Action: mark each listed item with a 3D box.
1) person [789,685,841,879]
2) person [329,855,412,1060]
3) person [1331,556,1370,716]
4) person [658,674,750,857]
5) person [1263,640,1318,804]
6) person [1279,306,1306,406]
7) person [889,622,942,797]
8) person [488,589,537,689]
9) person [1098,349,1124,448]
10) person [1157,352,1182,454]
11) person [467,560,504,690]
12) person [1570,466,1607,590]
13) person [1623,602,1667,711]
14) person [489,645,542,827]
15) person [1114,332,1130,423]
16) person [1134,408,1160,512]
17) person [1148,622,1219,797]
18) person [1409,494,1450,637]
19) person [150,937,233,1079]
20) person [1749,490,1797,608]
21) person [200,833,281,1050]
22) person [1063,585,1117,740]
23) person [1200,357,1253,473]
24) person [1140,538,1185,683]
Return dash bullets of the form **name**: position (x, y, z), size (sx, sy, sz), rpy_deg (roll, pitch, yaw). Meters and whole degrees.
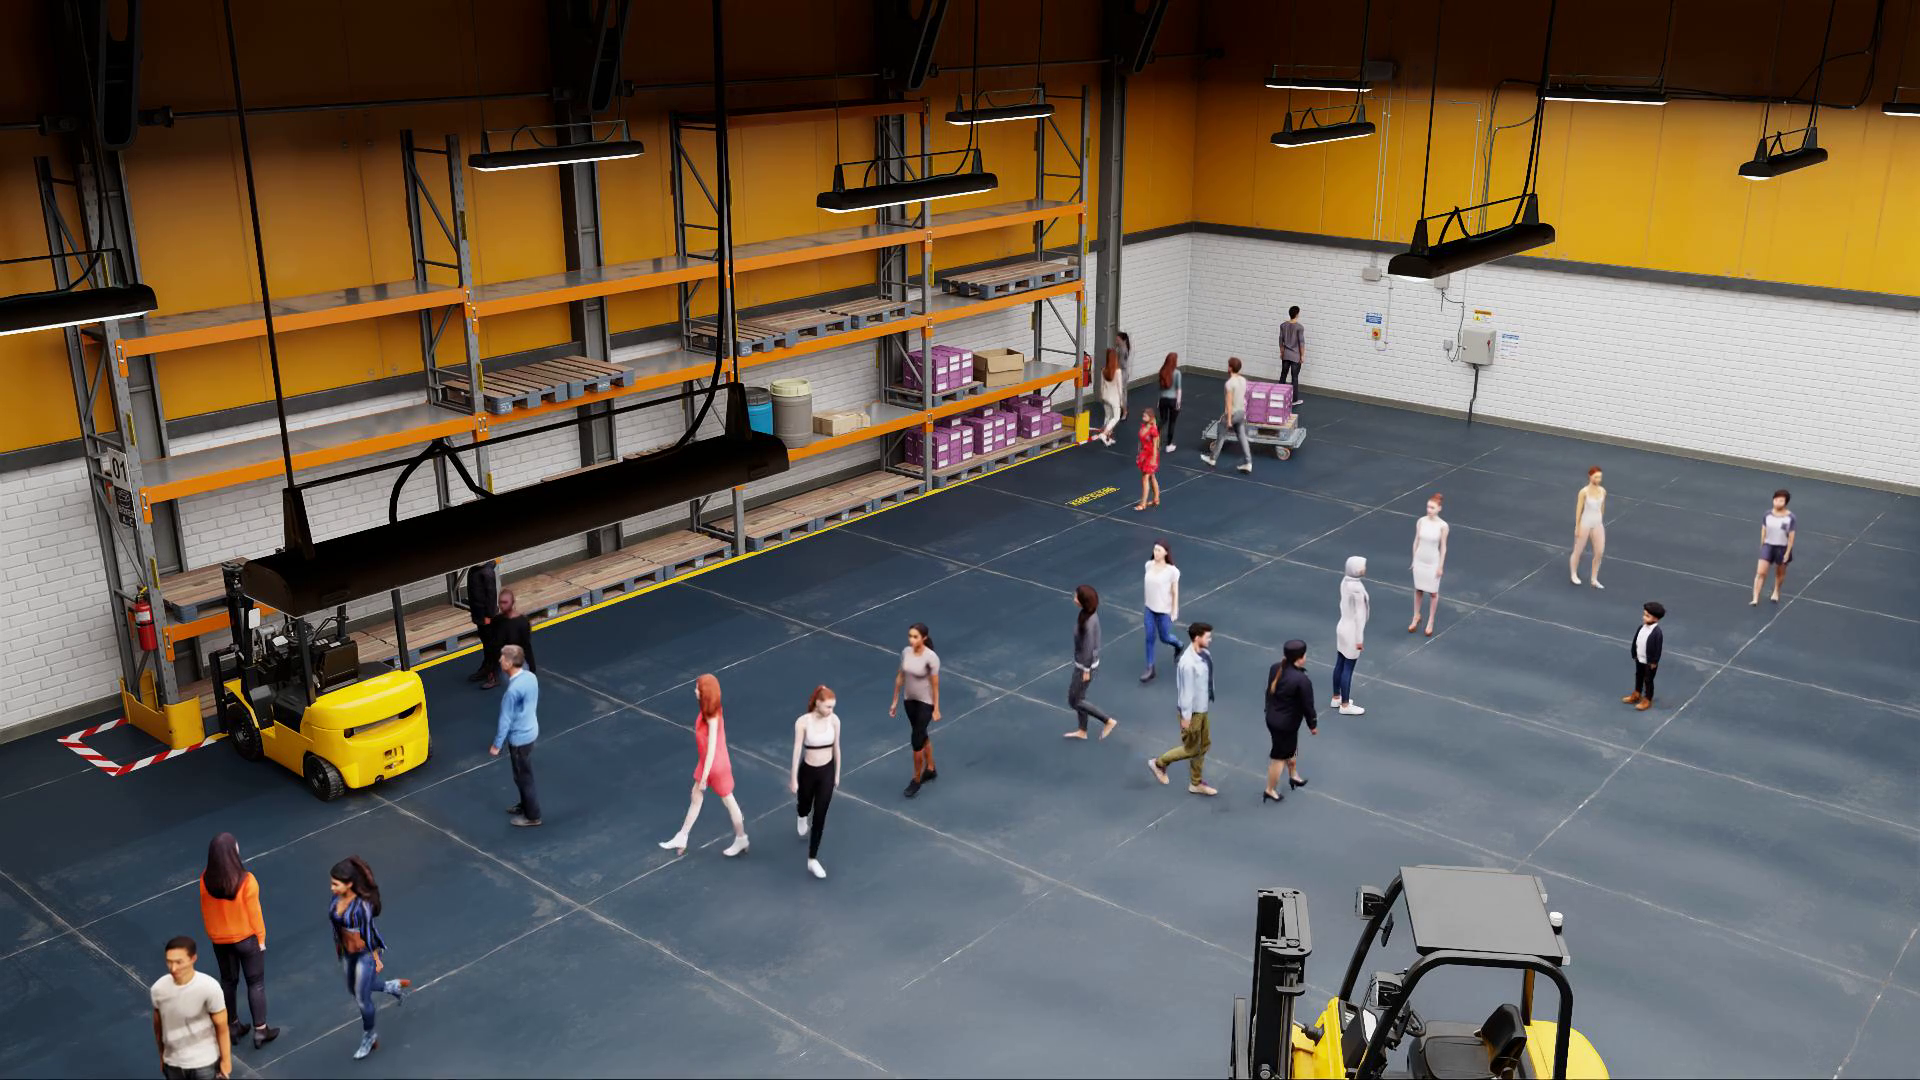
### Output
- **person**: position (-1.313, 2.106, 14.955), size (1.159, 1.708, 1.073), rpy_deg (-5, 19, -15)
- **person**: position (-4.379, 3.046, 12.332), size (0.700, 1.602, 0.894), rpy_deg (11, 22, 30)
- **person**: position (4.229, 1.020, 18.077), size (0.733, 1.775, 0.686), rpy_deg (-3, 19, -8)
- **person**: position (-2.111, 2.056, 14.969), size (1.134, 1.795, 0.990), rpy_deg (-5, 19, -14)
- **person**: position (3.073, 1.778, 16.019), size (0.995, 1.651, 0.896), rpy_deg (-9, 21, -26)
- **person**: position (6.250, -3.492, 31.350), size (0.668, 1.853, 0.524), rpy_deg (16, 24, 39)
- **person**: position (-0.339, 1.602, 16.426), size (0.636, 1.725, 0.816), rpy_deg (17, 25, 41)
- **person**: position (-4.608, 1.300, 17.320), size (0.792, 1.727, 0.938), rpy_deg (5, 19, 15)
- **person**: position (2.525, -2.388, 28.329), size (0.614, 1.691, 0.789), rpy_deg (16, 24, 40)
- **person**: position (3.475, -2.284, 27.951), size (0.617, 1.734, 0.881), rpy_deg (13, 22, 33)
- **person**: position (-5.359, 0.780, 18.779), size (0.671, 1.781, 0.677), rpy_deg (-13, 23, -35)
- **person**: position (8.244, -0.197, 21.921), size (0.815, 1.627, 0.863), rpy_deg (-3, 19, -10)
- **person**: position (7.546, 1.254, 18.244), size (0.601, 1.223, 0.575), rpy_deg (-6, 20, -18)
- **person**: position (-4.066, 1.837, 15.599), size (0.872, 1.806, 0.801), rpy_deg (1, 19, 2)
- **person**: position (2.952, -2.994, 30.189), size (0.855, 1.651, 0.714), rpy_deg (8, 20, 21)
- **person**: position (2.892, -1.240, 25.104), size (0.869, 1.572, 0.774), rpy_deg (-4, 19, -13)
- **person**: position (2.202, 1.643, 16.198), size (0.873, 1.792, 0.932), rpy_deg (9, 21, 26)
- **person**: position (5.696, 0.300, 20.188), size (0.563, 1.791, 0.483), rpy_deg (16, 24, 39)
- **person**: position (-5.039, 3.396, 10.973), size (0.722, 1.805, 0.744), rpy_deg (1, 19, 3)
- **person**: position (10.431, 0.107, 21.201), size (0.602, 1.509, 1.054), rpy_deg (13, 23, 34)
- **person**: position (-5.374, 2.965, 12.342), size (0.703, 1.748, 0.716), rpy_deg (3, 19, 9)
- **person**: position (1.387, 1.299, 17.278), size (0.914, 1.756, 0.864), rpy_deg (1, 19, 3)
- **person**: position (4.504, -1.981, 26.873), size (1.135, 1.847, 0.833), rpy_deg (-17, 25, -41)
- **person**: position (2.314, 0.791, 18.928), size (0.596, 1.665, 0.929), rpy_deg (16, 24, 39)
